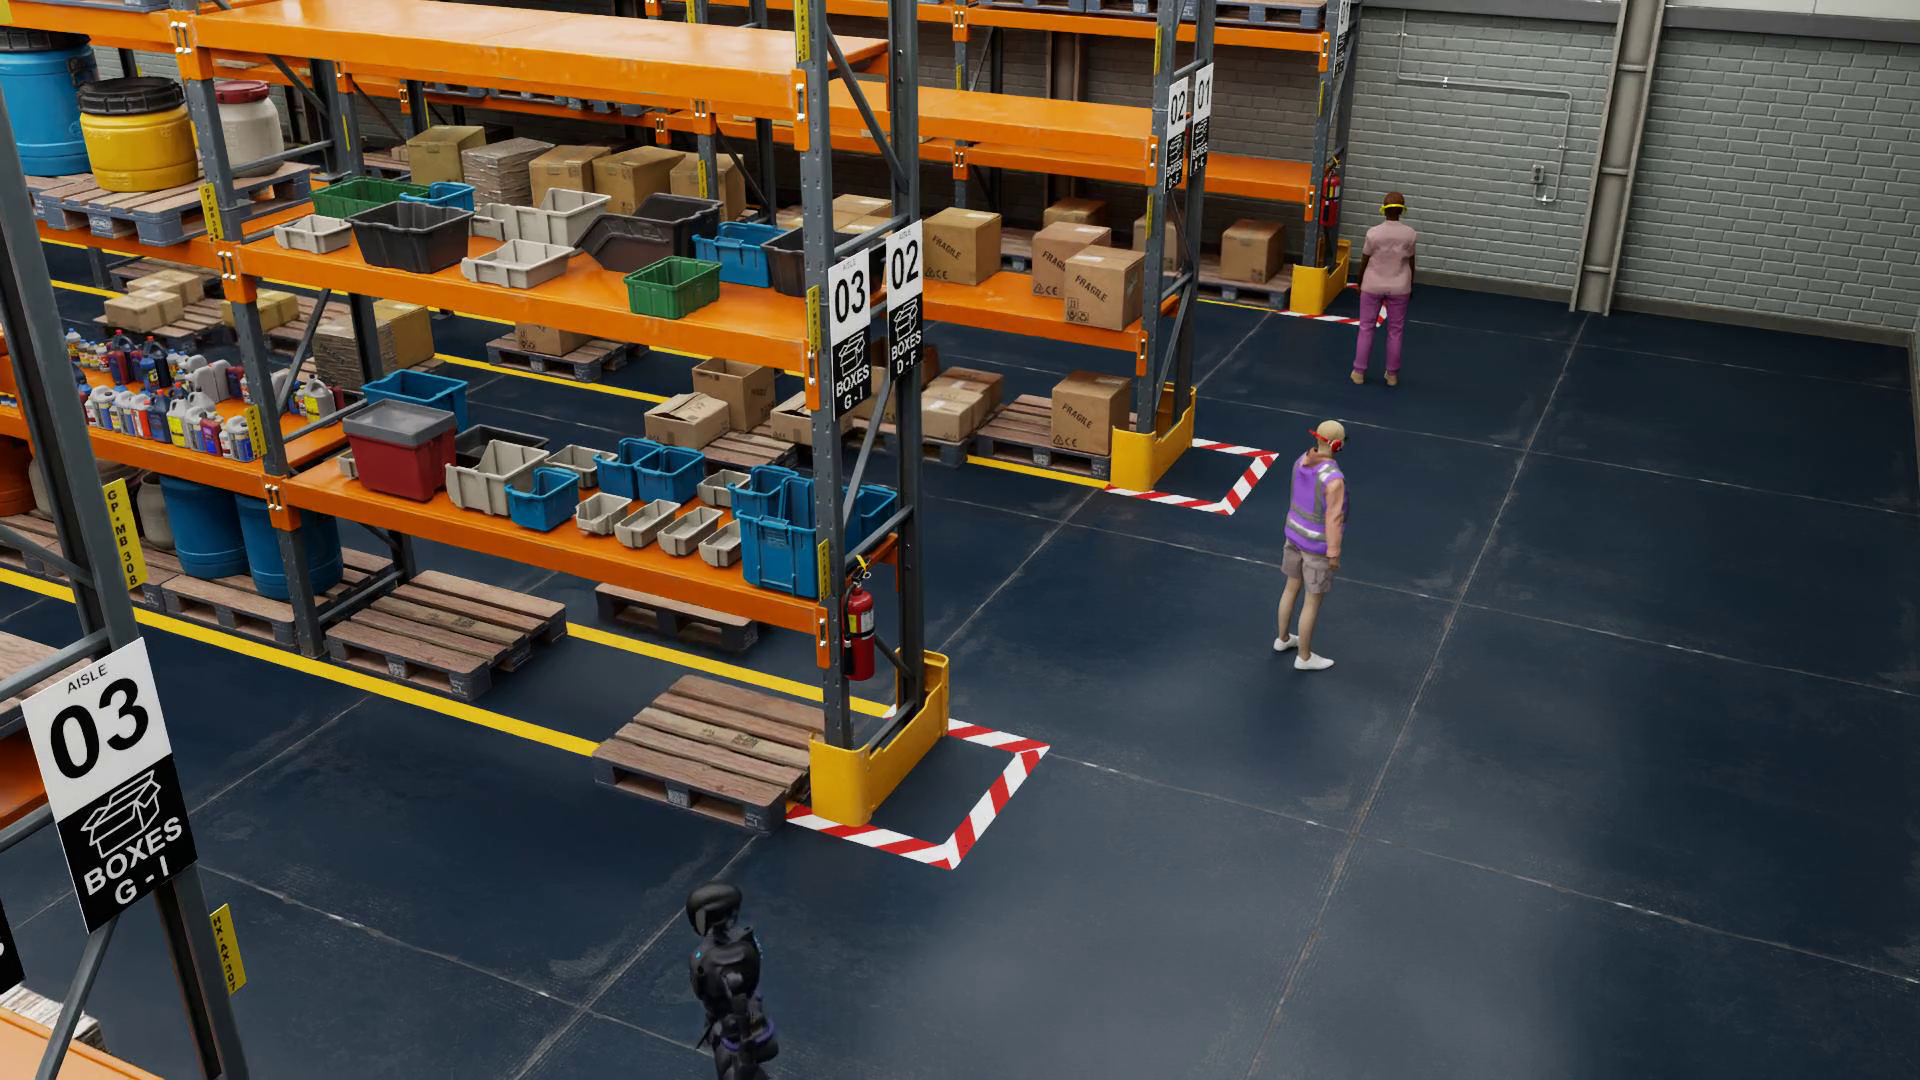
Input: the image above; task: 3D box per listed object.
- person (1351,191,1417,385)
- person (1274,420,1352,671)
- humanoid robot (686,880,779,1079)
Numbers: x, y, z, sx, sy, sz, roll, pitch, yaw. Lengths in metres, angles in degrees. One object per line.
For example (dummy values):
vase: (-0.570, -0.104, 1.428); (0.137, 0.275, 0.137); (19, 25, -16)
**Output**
person: (3.899, -2.295, 15.238); (0.505, 1.794, 0.337); (5, 27, 10)
person: (2.262, 0.029, 10.649); (0.352, 1.688, 0.489); (-10, 28, -20)
humanoid robot: (-0.874, 2.022, 6.643); (0.487, 1.634, 0.609); (-10, 28, -19)
